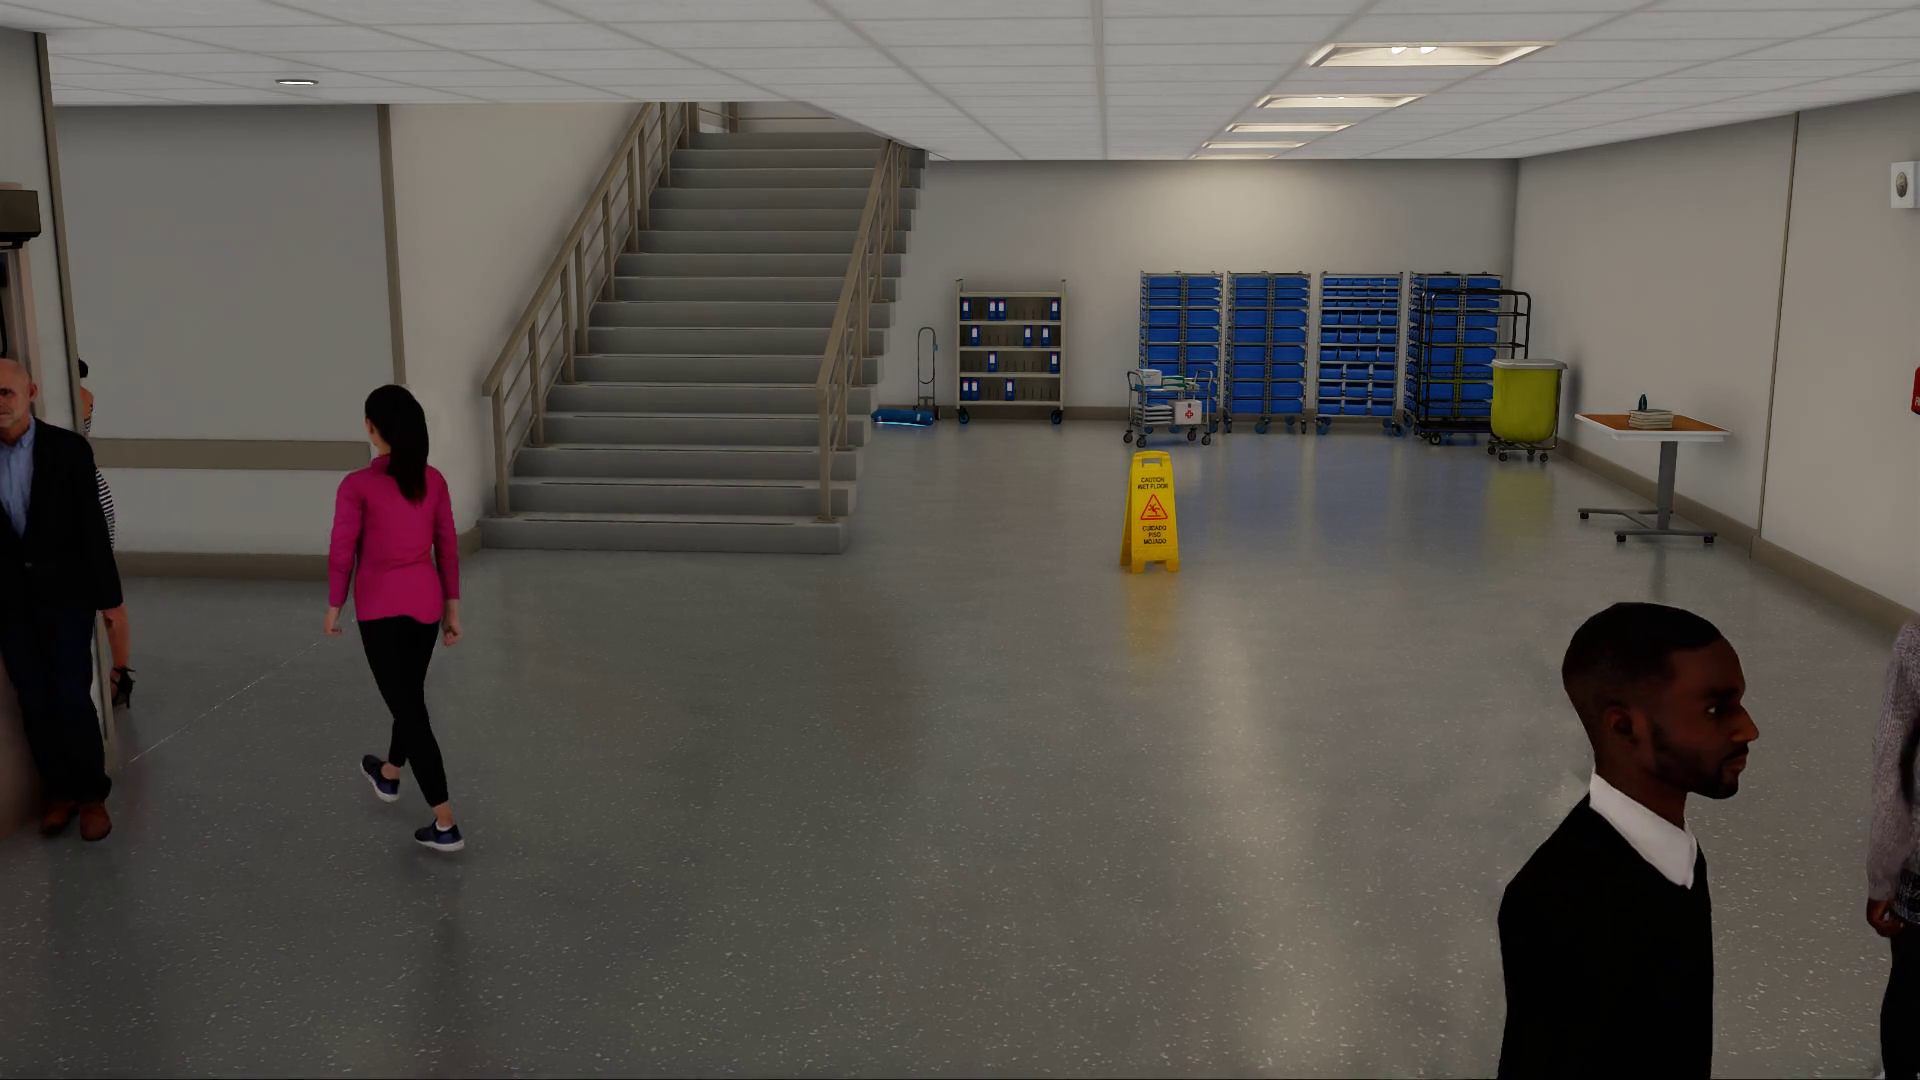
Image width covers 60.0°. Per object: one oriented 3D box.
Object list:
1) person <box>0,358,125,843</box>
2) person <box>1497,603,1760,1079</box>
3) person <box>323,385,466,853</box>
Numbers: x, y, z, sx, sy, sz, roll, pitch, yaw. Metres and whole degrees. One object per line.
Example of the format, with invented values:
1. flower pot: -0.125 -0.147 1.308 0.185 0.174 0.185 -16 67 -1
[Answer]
1. person: -3.443 0.205 6.243 0.798 1.784 0.835 -3 11 -15
2. person: 0.741 0.964 2.271 1.035 1.775 1.134 6 12 30
3. person: -1.971 0.315 6.001 1.046 1.659 1.092 9 14 39
